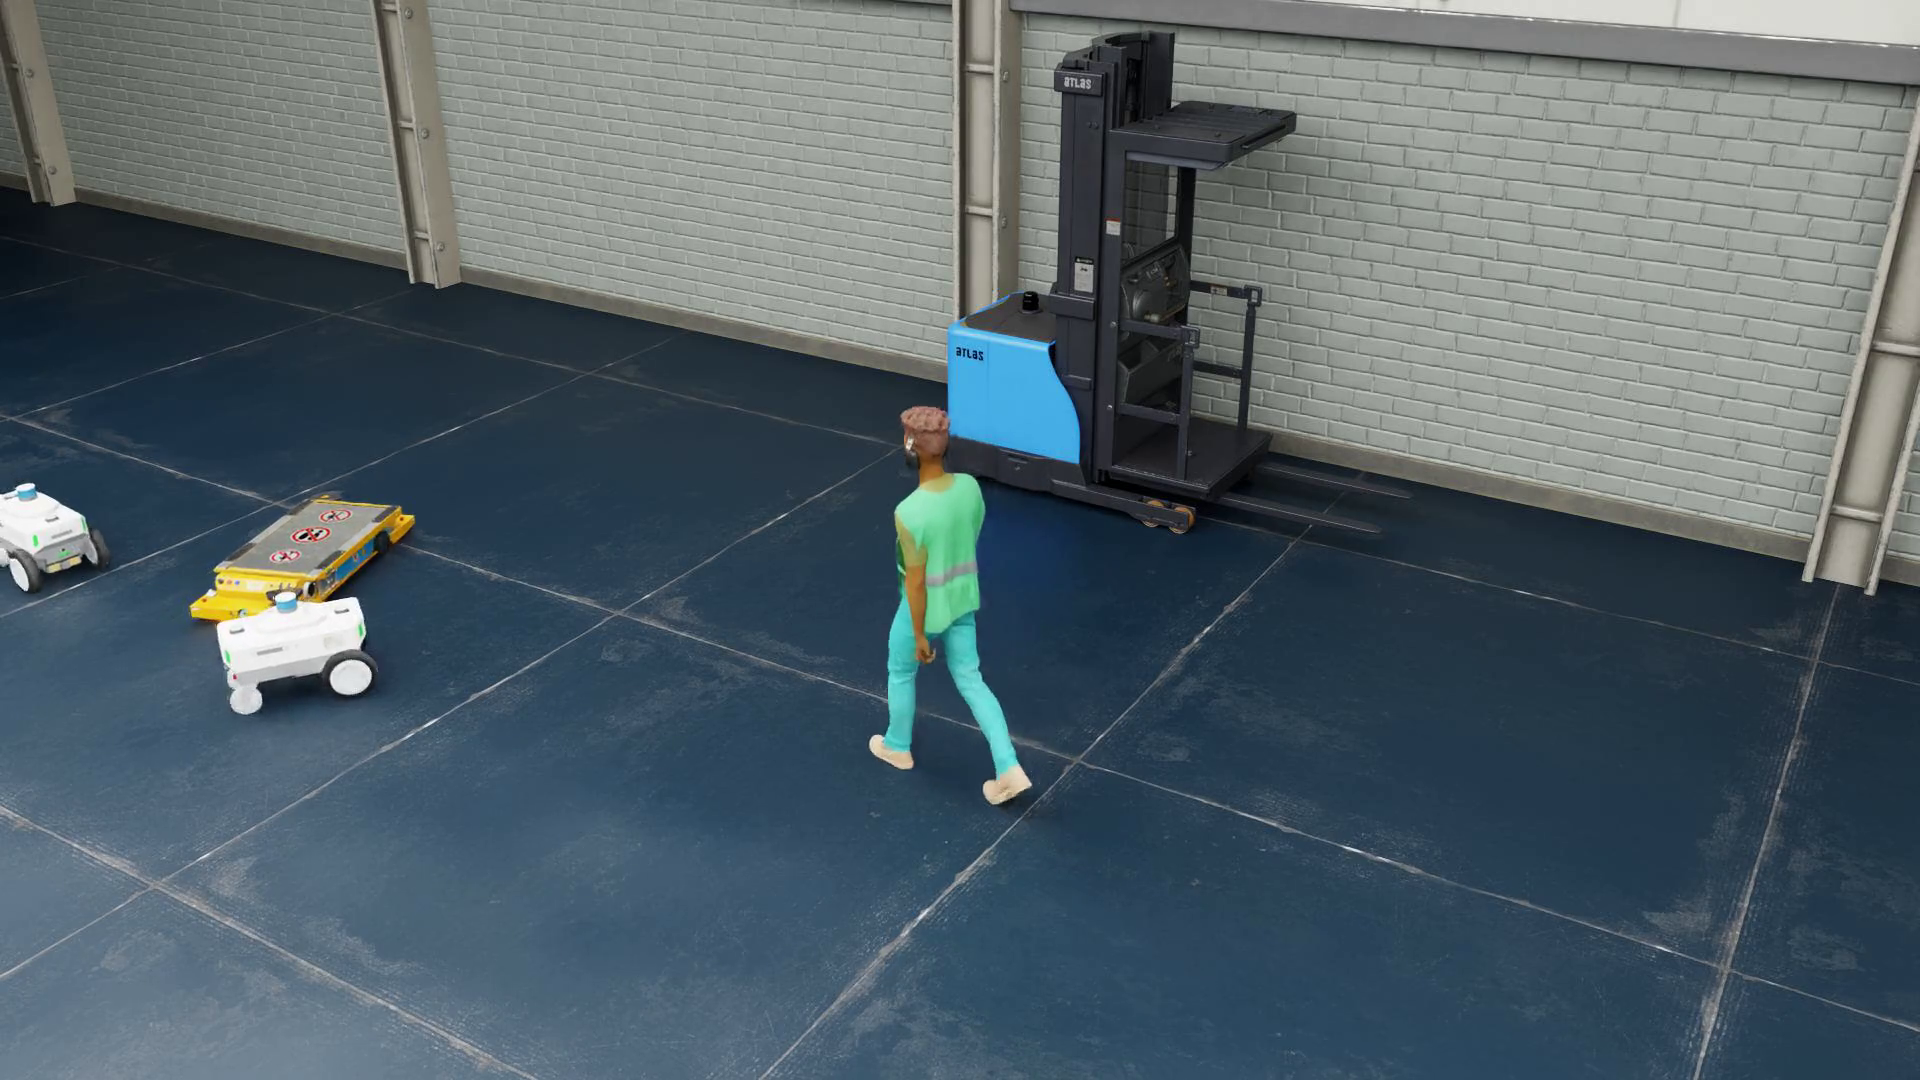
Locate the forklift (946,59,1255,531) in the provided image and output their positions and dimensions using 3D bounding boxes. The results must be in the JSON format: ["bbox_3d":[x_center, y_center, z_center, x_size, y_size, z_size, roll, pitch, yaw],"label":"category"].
[{"bbox_3d":[0.933,-1.707,10.833,1.873,2.768,1.129,15,29,28],"label":"forklift"}]

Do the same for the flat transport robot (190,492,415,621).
[{"bbox_3d":[-3.937,0.101,10.045,0.659,0.231,1.431,5,26,9],"label":"flat transport robot"}]

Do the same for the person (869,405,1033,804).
[{"bbox_3d":[-0.066,0.317,7.646,0.479,1.947,0.962,-20,32,-35],"label":"person"}]

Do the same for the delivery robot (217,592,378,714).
[{"bbox_3d":[-3.471,0.566,8.750,0.811,0.614,0.499,-12,28,-23],"label":"delivery robot"}]

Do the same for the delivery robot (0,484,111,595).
[{"bbox_3d":[-5.547,-0.034,10.017,0.815,0.614,0.499,18,31,34],"label":"delivery robot"}]
